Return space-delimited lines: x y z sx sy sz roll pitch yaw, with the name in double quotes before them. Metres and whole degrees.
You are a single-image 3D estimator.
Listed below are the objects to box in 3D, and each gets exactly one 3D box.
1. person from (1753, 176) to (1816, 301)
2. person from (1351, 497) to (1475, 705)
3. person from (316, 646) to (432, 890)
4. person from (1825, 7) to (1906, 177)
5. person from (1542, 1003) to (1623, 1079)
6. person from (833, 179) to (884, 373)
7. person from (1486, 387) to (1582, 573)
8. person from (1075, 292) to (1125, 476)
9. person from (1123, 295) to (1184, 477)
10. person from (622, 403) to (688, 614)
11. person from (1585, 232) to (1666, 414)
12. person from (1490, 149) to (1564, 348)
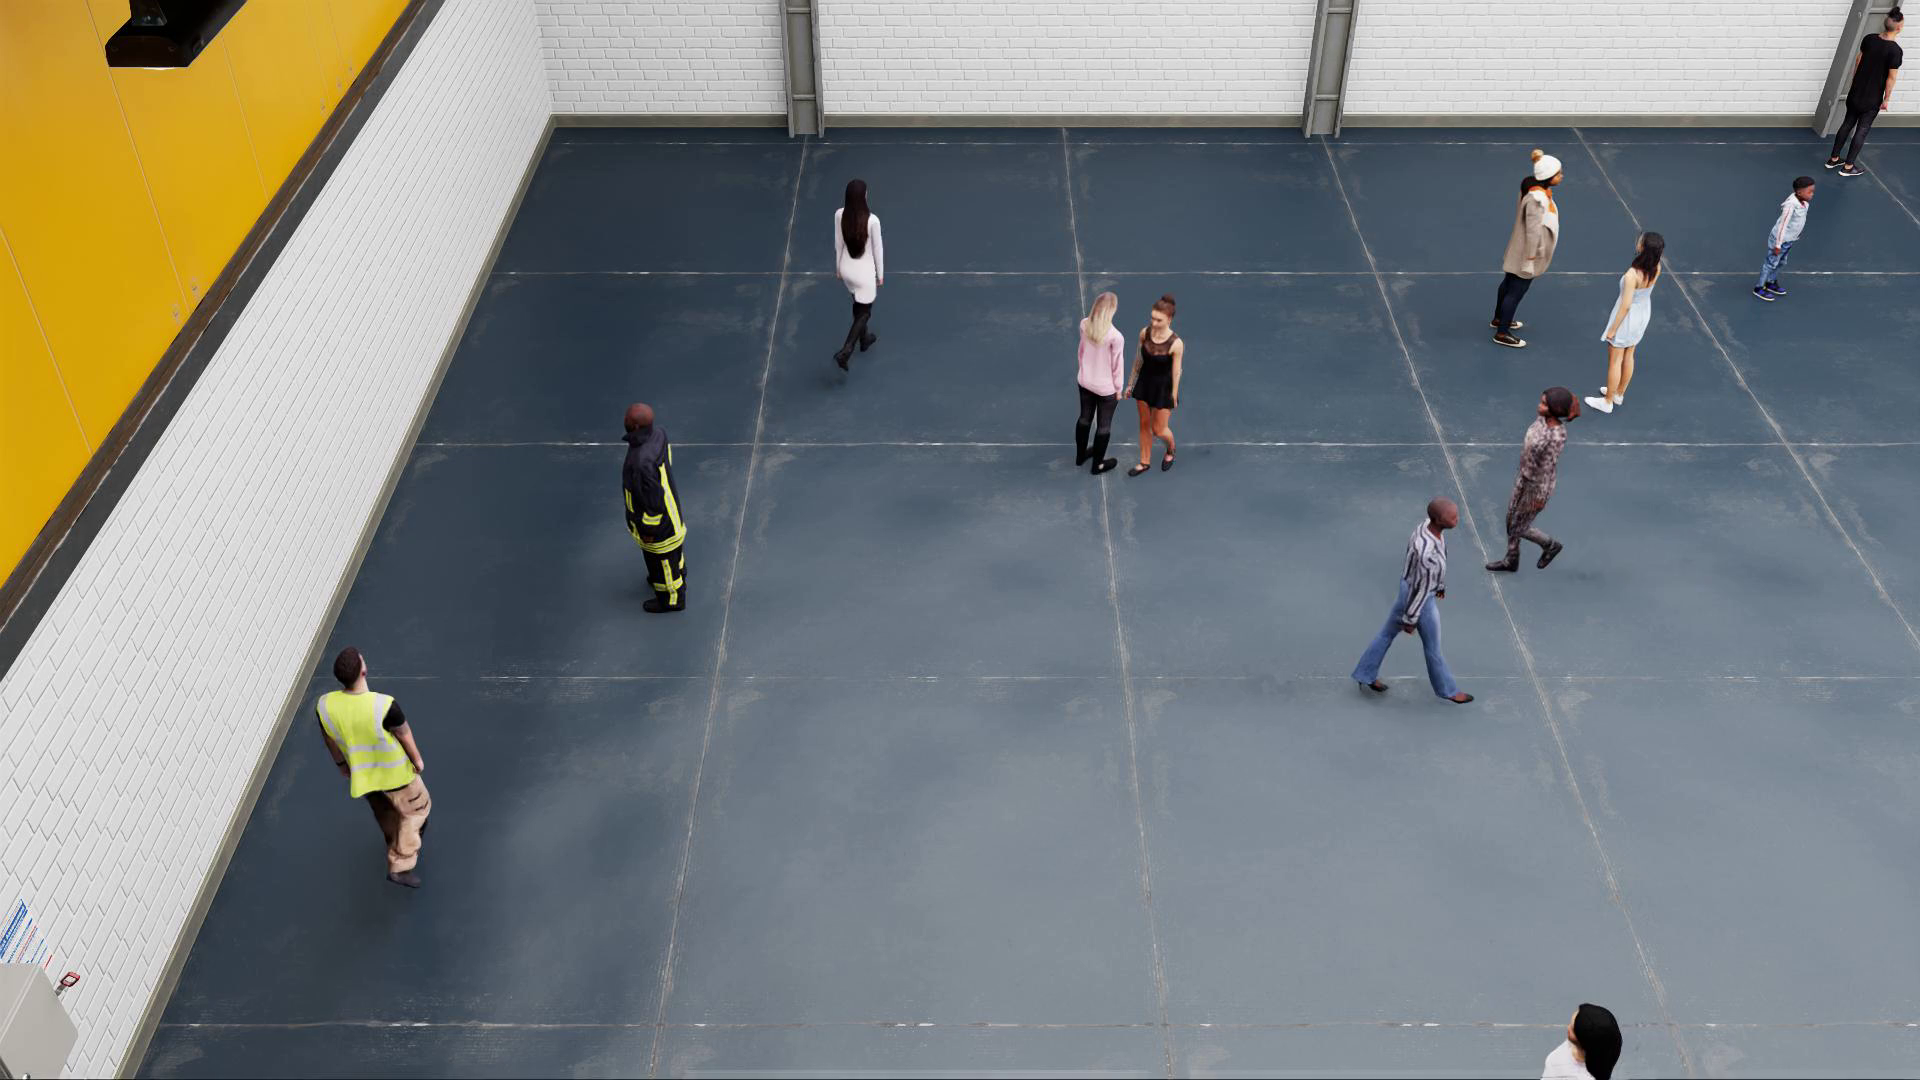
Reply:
"person" 8.015 -2.961 16.164 0.561 1.261 0.627 -27 46 -29
"person" 3.066 0.421 11.530 1.138 1.758 0.782 6 39 7
"person" -3.565 1.425 10.213 0.897 1.832 0.816 4 39 5
"person" 9.902 -4.907 18.113 0.723 1.868 0.768 -14 41 -16
"person" 3.158 2.944 8.434 0.825 1.679 0.661 4 39 5
"person" -0.972 -2.351 14.982 1.110 1.783 0.984 17 42 20
"person" 4.432 -0.410 12.615 0.756 1.703 0.576 -1 39 -1
"person" 1.134 -1.294 13.736 0.746 1.686 0.685 -32 48 -33
"person" 1.662 -1.288 13.740 0.826 1.672 0.767 -31 48 -33
"person" -2.253 -0.260 12.333 0.661 1.821 0.742 2 39 2
"person" 5.820 -1.898 14.457 0.645 1.729 0.733 -25 45 -28
"person" 5.210 -2.715 15.354 0.736 1.887 0.749 8 39 10
